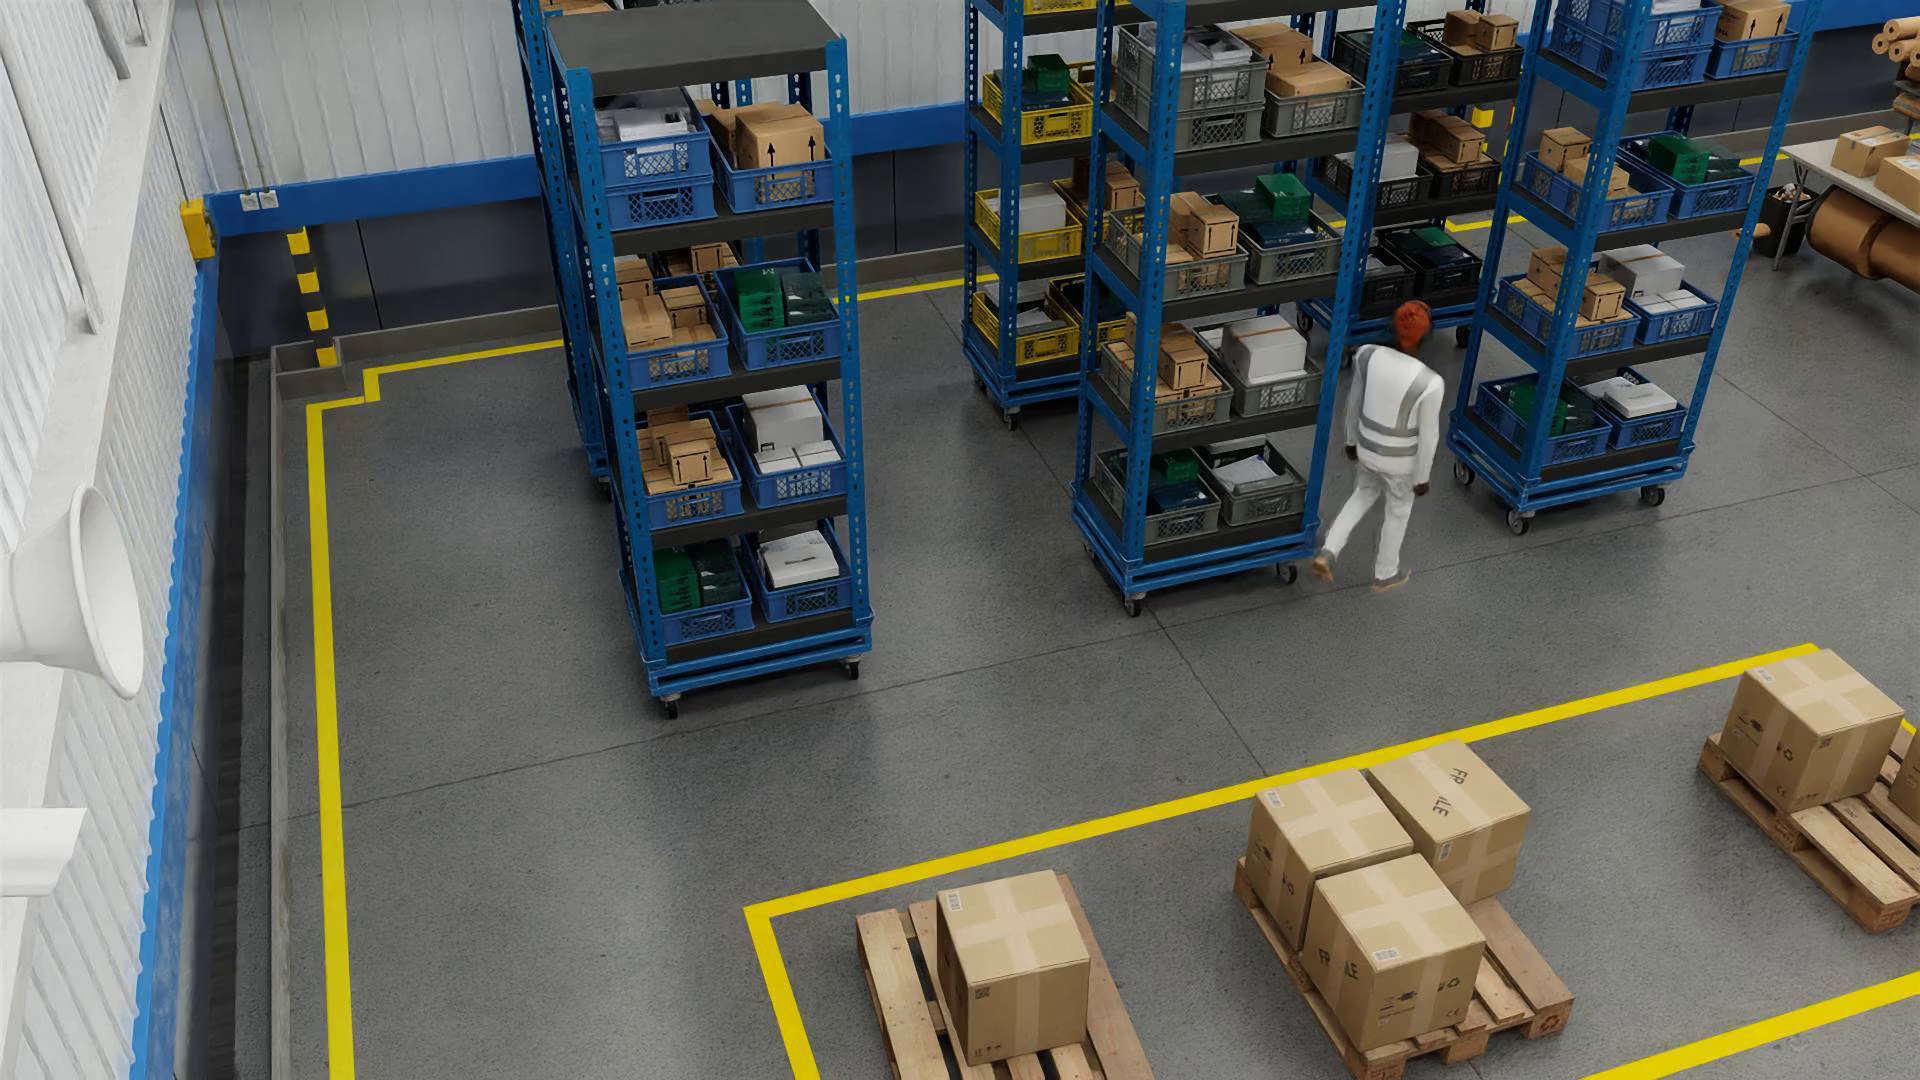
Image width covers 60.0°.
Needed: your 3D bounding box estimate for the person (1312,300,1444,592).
[{"bbox_3d":[2.381,-0.473,9.342,0.602,1.867,0.585,-26,43,-32],"label":"person"}]
